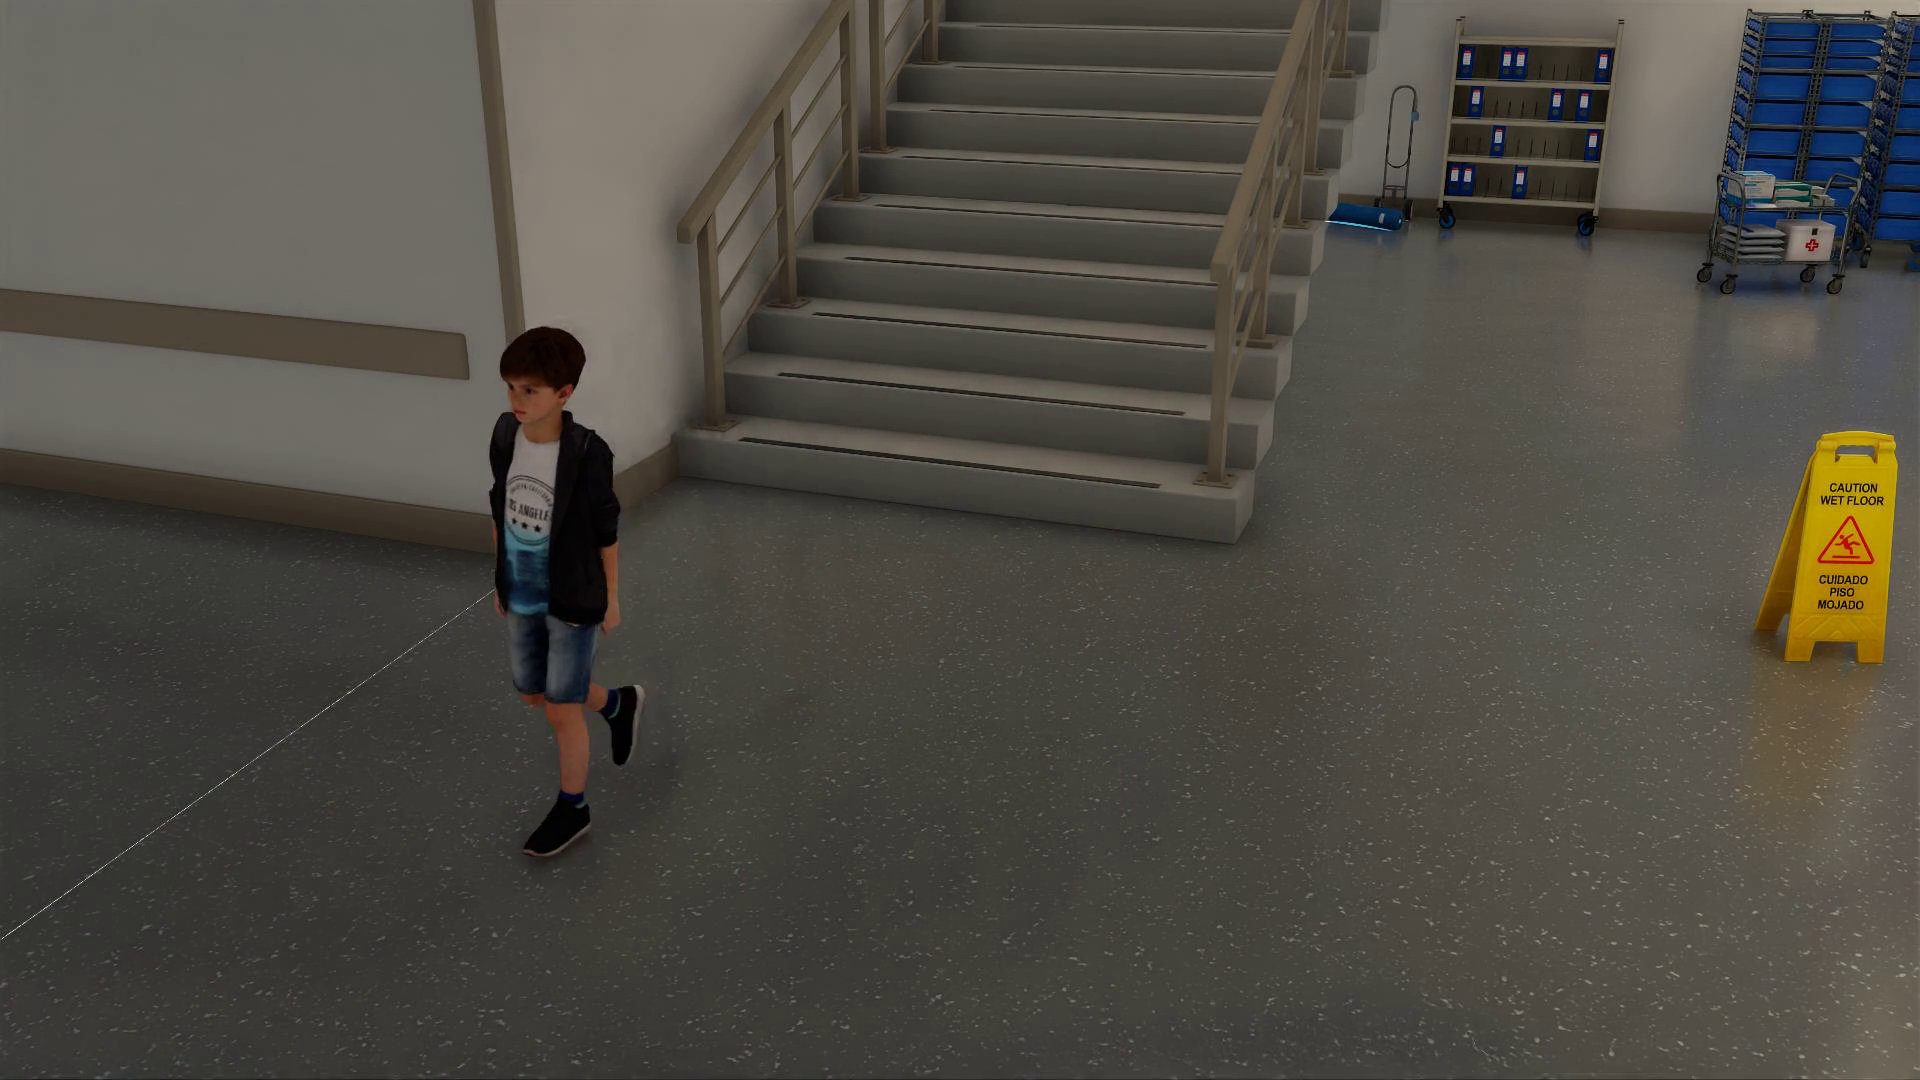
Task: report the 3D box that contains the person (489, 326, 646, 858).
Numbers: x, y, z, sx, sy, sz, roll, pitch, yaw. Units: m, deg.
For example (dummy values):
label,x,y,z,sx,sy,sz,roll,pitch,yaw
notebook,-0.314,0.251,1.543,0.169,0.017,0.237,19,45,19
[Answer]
label,x,y,z,sx,sy,sz,roll,pitch,yaw
person,-1.064,0.117,4.540,0.595,1.433,0.848,10,23,25
